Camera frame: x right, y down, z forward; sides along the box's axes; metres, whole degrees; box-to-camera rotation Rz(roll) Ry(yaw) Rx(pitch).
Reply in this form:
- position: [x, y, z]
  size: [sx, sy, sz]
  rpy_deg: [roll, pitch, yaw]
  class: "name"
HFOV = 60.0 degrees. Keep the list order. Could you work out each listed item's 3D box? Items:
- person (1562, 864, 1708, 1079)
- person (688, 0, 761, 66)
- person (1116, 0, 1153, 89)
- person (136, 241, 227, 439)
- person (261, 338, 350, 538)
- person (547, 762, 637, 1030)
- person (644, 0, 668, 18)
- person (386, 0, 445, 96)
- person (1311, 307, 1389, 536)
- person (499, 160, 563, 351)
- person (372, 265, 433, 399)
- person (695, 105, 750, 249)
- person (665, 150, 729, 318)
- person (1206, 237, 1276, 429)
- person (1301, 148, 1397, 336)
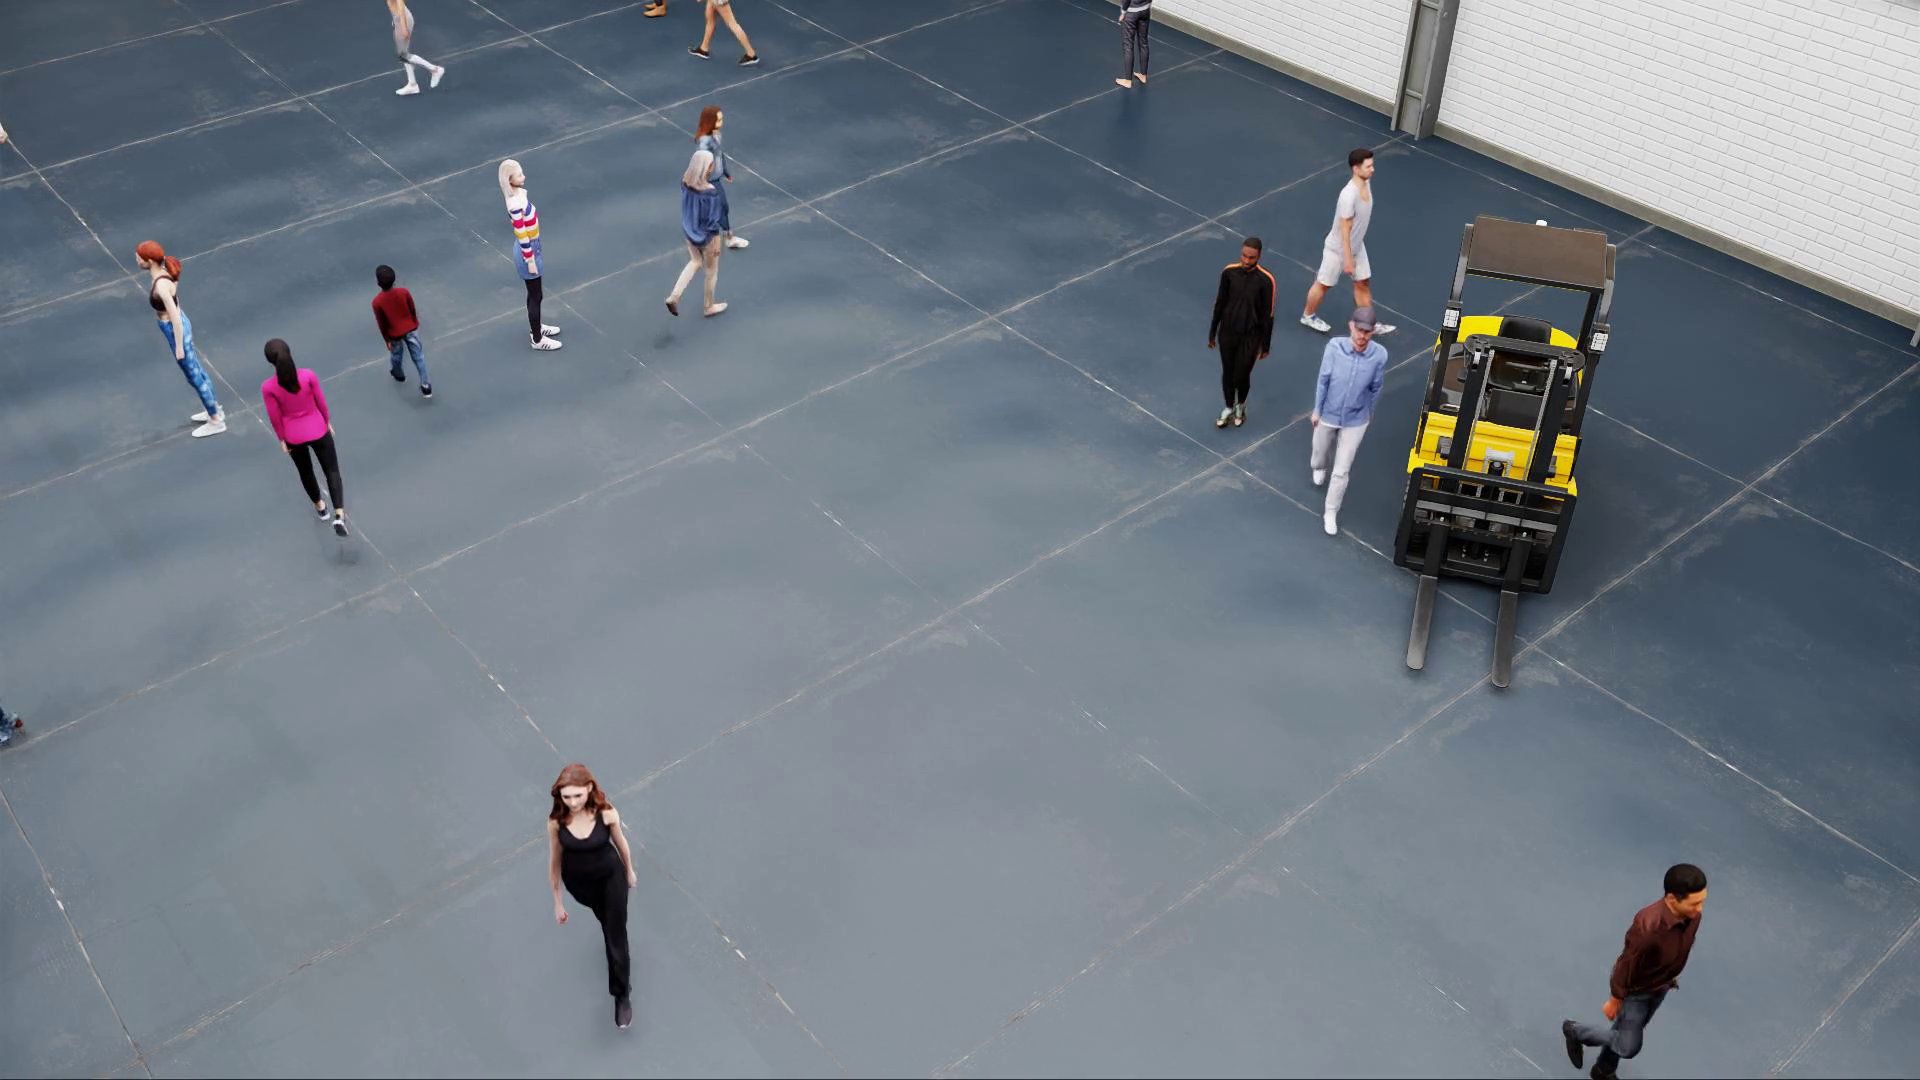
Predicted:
- position: [3.525, 2.279, 8.773]
  size: [0.717, 1.773, 0.756]
  rpy_deg: [-21, 43, -24]
  class: "person"
- position: [-2.786, -6.528, 19.779]
  size: [1.249, 1.800, 1.067]
  rpy_deg: [10, 40, 13]
  class: "person"
- position: [2.053, -6.175, 19.362]
  size: [0.627, 1.768, 0.524]
  rpy_deg: [-24, 45, -27]
  class: "person"
- position: [-6.429, -1.661, 13.706]
  size: [0.709, 1.785, 0.602]
  rpy_deg: [-12, 40, -15]
  class: "person"
- position: [-4.949, -0.749, 12.647]
  size: [0.756, 1.680, 1.059]
  rpy_deg: [-16, 41, -19]
  class: "person"
- position: [-2.055, 1.828, 9.388]
  size: [0.937, 1.710, 1.107]
  rpy_deg: [-5, 39, -6]
  class: "person"
- position: [-3.932, -7.534, 21.109]
  size: [0.759, 1.711, 0.671]
  rpy_deg: [-2, 39, -2]
  class: "person"
- position: [-6.343, -5.963, 19.159]
  size: [0.777, 1.690, 0.832]
  rpy_deg: [-14, 41, -17]
  class: "person"
- position: [2.939, -1.000, 12.805]
  size: [1.065, 1.865, 1.051]
  rpy_deg: [9, 39, 11]
  class: "person"
- position: [-3.846, -2.546, 14.785]
  size: [0.782, 1.809, 0.629]
  rpy_deg: [-8, 39, -10]
  class: "person"
- position: [-4.768, -1.776, 14.281]
  size: [0.565, 1.236, 0.877]
  rpy_deg: [-24, 44, -27]
  class: "person"
- position: [-2.523, -3.563, 16.340]
  size: [0.895, 1.458, 0.836]
  rpy_deg: [7, 39, 8]
  class: "person"
- position: [-2.411, -2.720, 15.114]
  size: [0.854, 1.682, 0.797]
  rpy_deg: [24, 45, 27]
  class: "person"
- position: [2.369, -1.741, 13.789]
  size: [0.705, 1.795, 0.820]
  rpy_deg: [21, 43, 24]
  class: "person"
- position: [3.370, -2.670, 14.933]
  size: [1.179, 1.818, 0.896]
  rpy_deg: [23, 44, 26]
  class: "person"
